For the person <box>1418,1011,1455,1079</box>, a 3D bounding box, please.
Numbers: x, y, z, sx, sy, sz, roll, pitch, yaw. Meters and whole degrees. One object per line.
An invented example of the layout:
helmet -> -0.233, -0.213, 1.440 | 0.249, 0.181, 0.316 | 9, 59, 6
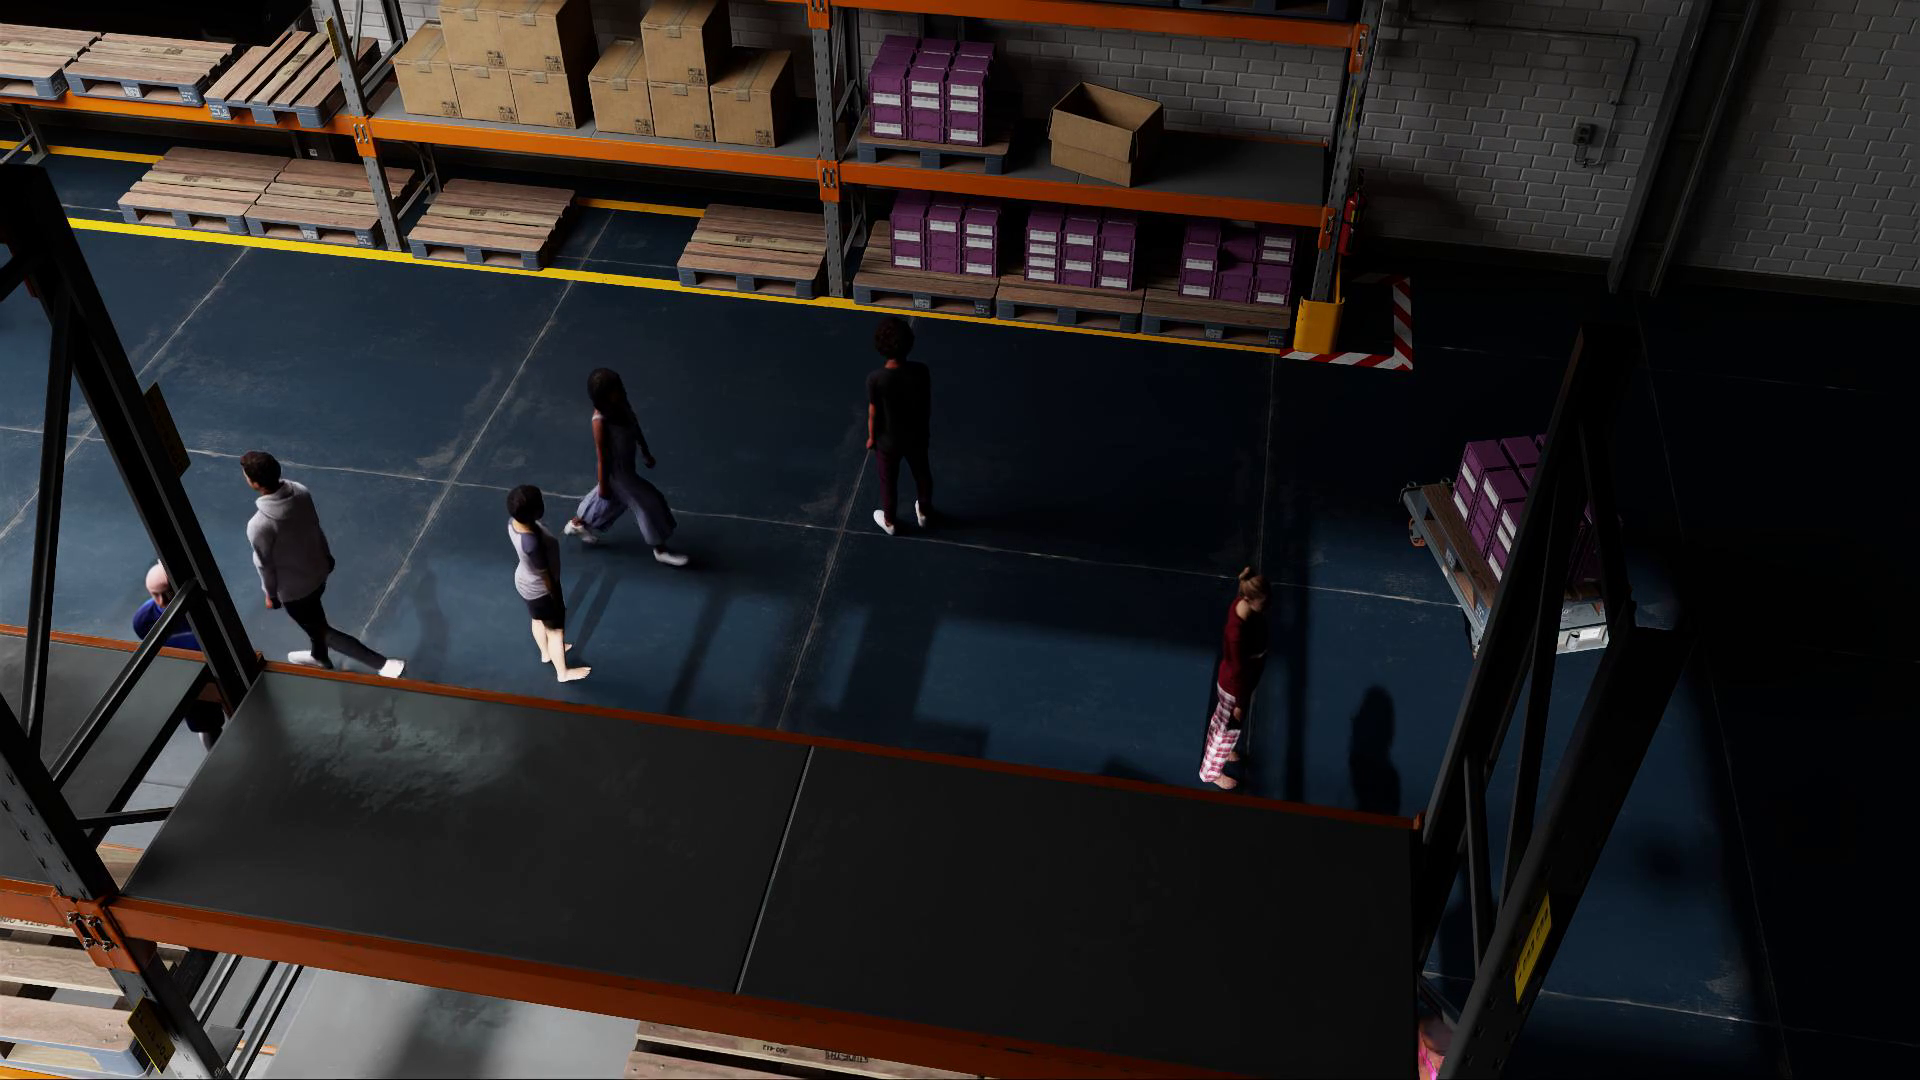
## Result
person -> 2.041, 2.686, 7.951 | 0.814, 1.700, 0.653 | 18, 47, 18

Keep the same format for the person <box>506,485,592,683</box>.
person -> -2.671, 0.268, 10.584 | 0.704, 1.568, 0.643 | -26, 49, -25

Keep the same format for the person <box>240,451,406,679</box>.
person -> -4.022, 0.246, 10.364 | 1.152, 1.903, 0.691 | 9, 44, 9

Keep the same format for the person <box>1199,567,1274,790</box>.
person -> 1.658, 0.814, 9.914 | 0.497, 1.701, 0.624 | 8, 44, 8

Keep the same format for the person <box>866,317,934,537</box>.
person -> -0.411, -0.768, 11.518 | 0.673, 1.780, 0.778 | -14, 45, -15

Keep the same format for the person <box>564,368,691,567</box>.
person -> -2.410, -0.495, 11.321 | 1.134, 1.655, 0.590 | 6, 44, 6

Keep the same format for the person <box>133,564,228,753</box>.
person -> -4.433, 0.810, 9.818 | 0.682, 1.841, 0.812 | -14, 45, -15
